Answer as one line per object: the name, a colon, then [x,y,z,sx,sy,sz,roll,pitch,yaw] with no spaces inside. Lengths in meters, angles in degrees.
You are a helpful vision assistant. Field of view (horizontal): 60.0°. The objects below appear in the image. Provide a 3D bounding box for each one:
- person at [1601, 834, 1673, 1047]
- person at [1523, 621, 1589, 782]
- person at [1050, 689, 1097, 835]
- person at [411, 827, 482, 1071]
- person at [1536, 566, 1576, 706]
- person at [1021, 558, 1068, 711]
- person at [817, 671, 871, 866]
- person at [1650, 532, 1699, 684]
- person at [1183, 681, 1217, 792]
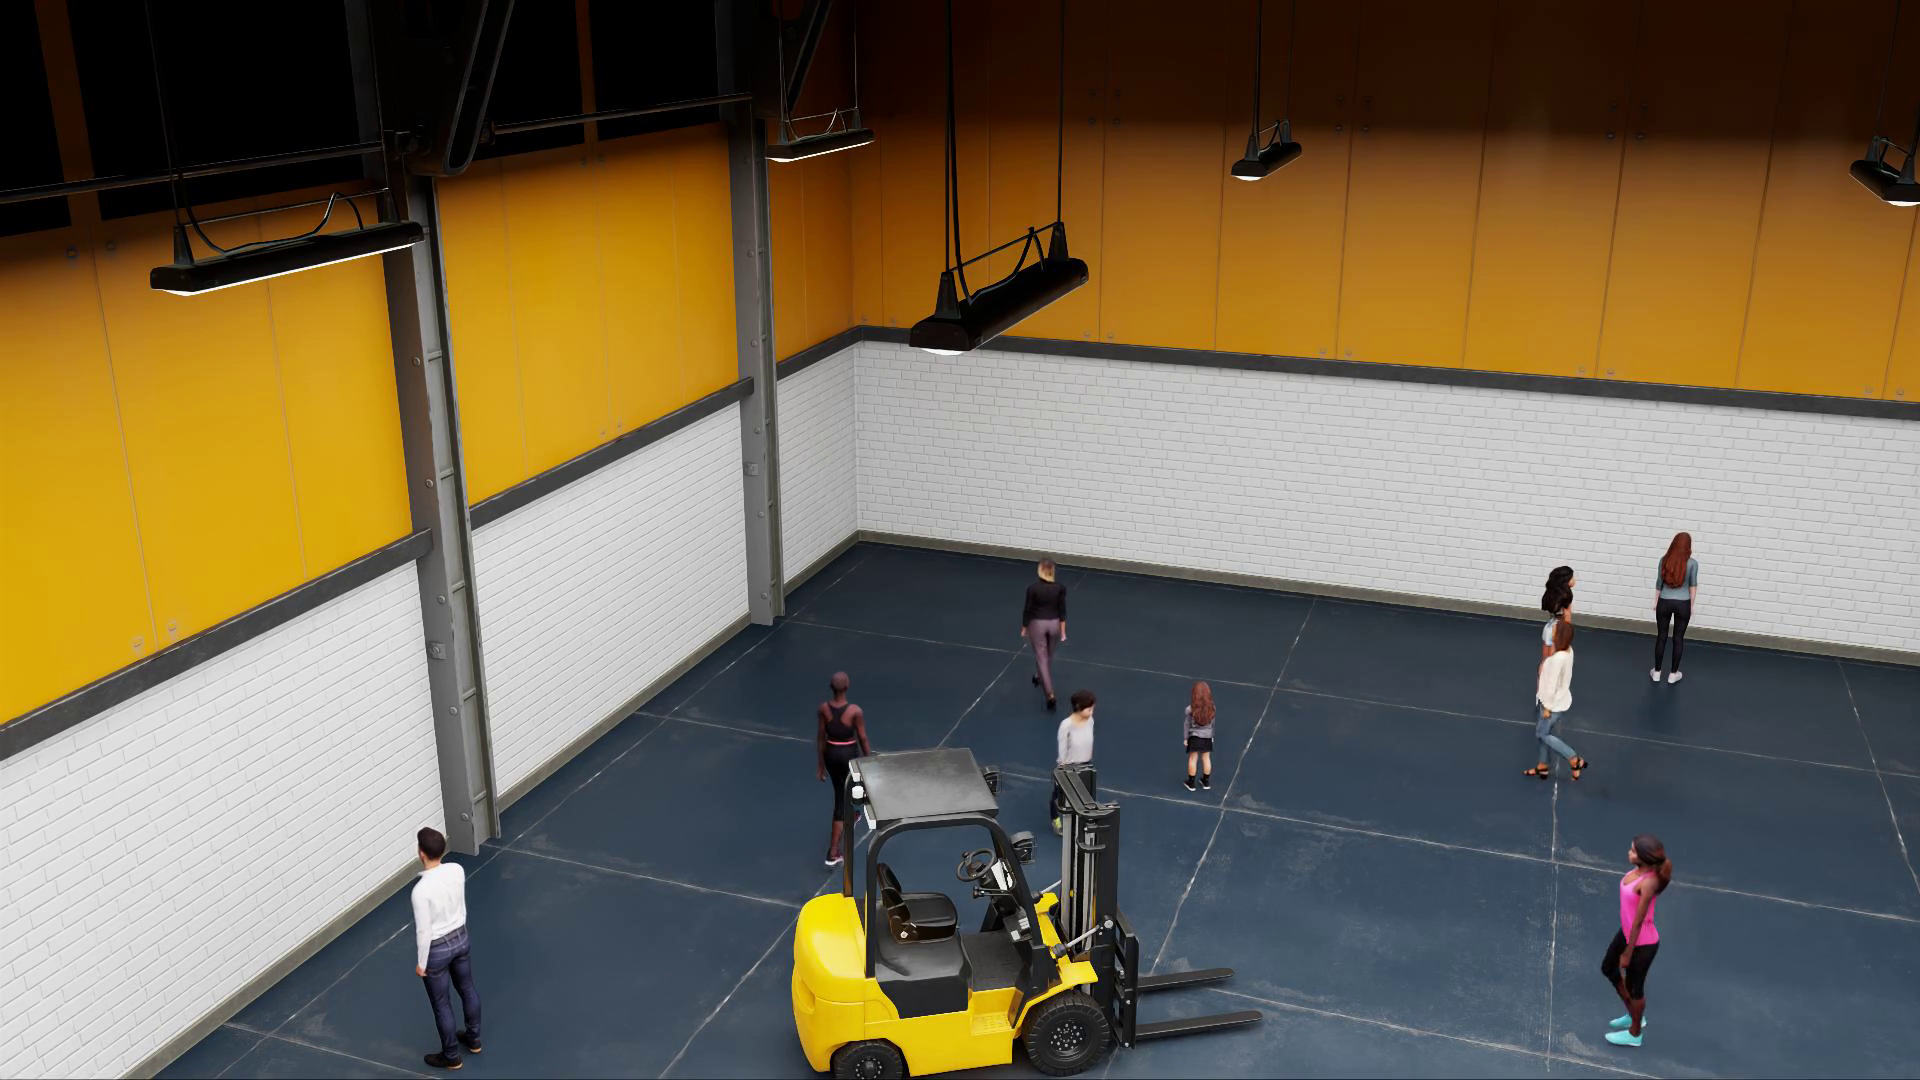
person: [5.000,2.924,12.049,0.663,1.712,0.560,4,19,11]
person: [5.817,1.596,16.064,0.784,1.666,0.816,11,22,30]
person: [0.980,2.036,15.008,1.028,1.506,1.039,-10,21,-28]
person: [-3.674,2.901,11.871,0.723,1.869,0.585,11,22,30]
person: [6.362,1.047,17.756,0.702,1.626,0.603,-1,19,-2]
person: [0.930,1.043,17.776,0.992,1.621,1.117,-6,19,-16]
person: [-1.073,2.037,14.690,0.683,1.708,1.206,5,19,14]
person: [7.930,0.743,18.477,0.600,1.743,0.578,10,21,26]
person: [2.318,1.885,16.085,0.533,1.105,0.571,-5,19,-14]
